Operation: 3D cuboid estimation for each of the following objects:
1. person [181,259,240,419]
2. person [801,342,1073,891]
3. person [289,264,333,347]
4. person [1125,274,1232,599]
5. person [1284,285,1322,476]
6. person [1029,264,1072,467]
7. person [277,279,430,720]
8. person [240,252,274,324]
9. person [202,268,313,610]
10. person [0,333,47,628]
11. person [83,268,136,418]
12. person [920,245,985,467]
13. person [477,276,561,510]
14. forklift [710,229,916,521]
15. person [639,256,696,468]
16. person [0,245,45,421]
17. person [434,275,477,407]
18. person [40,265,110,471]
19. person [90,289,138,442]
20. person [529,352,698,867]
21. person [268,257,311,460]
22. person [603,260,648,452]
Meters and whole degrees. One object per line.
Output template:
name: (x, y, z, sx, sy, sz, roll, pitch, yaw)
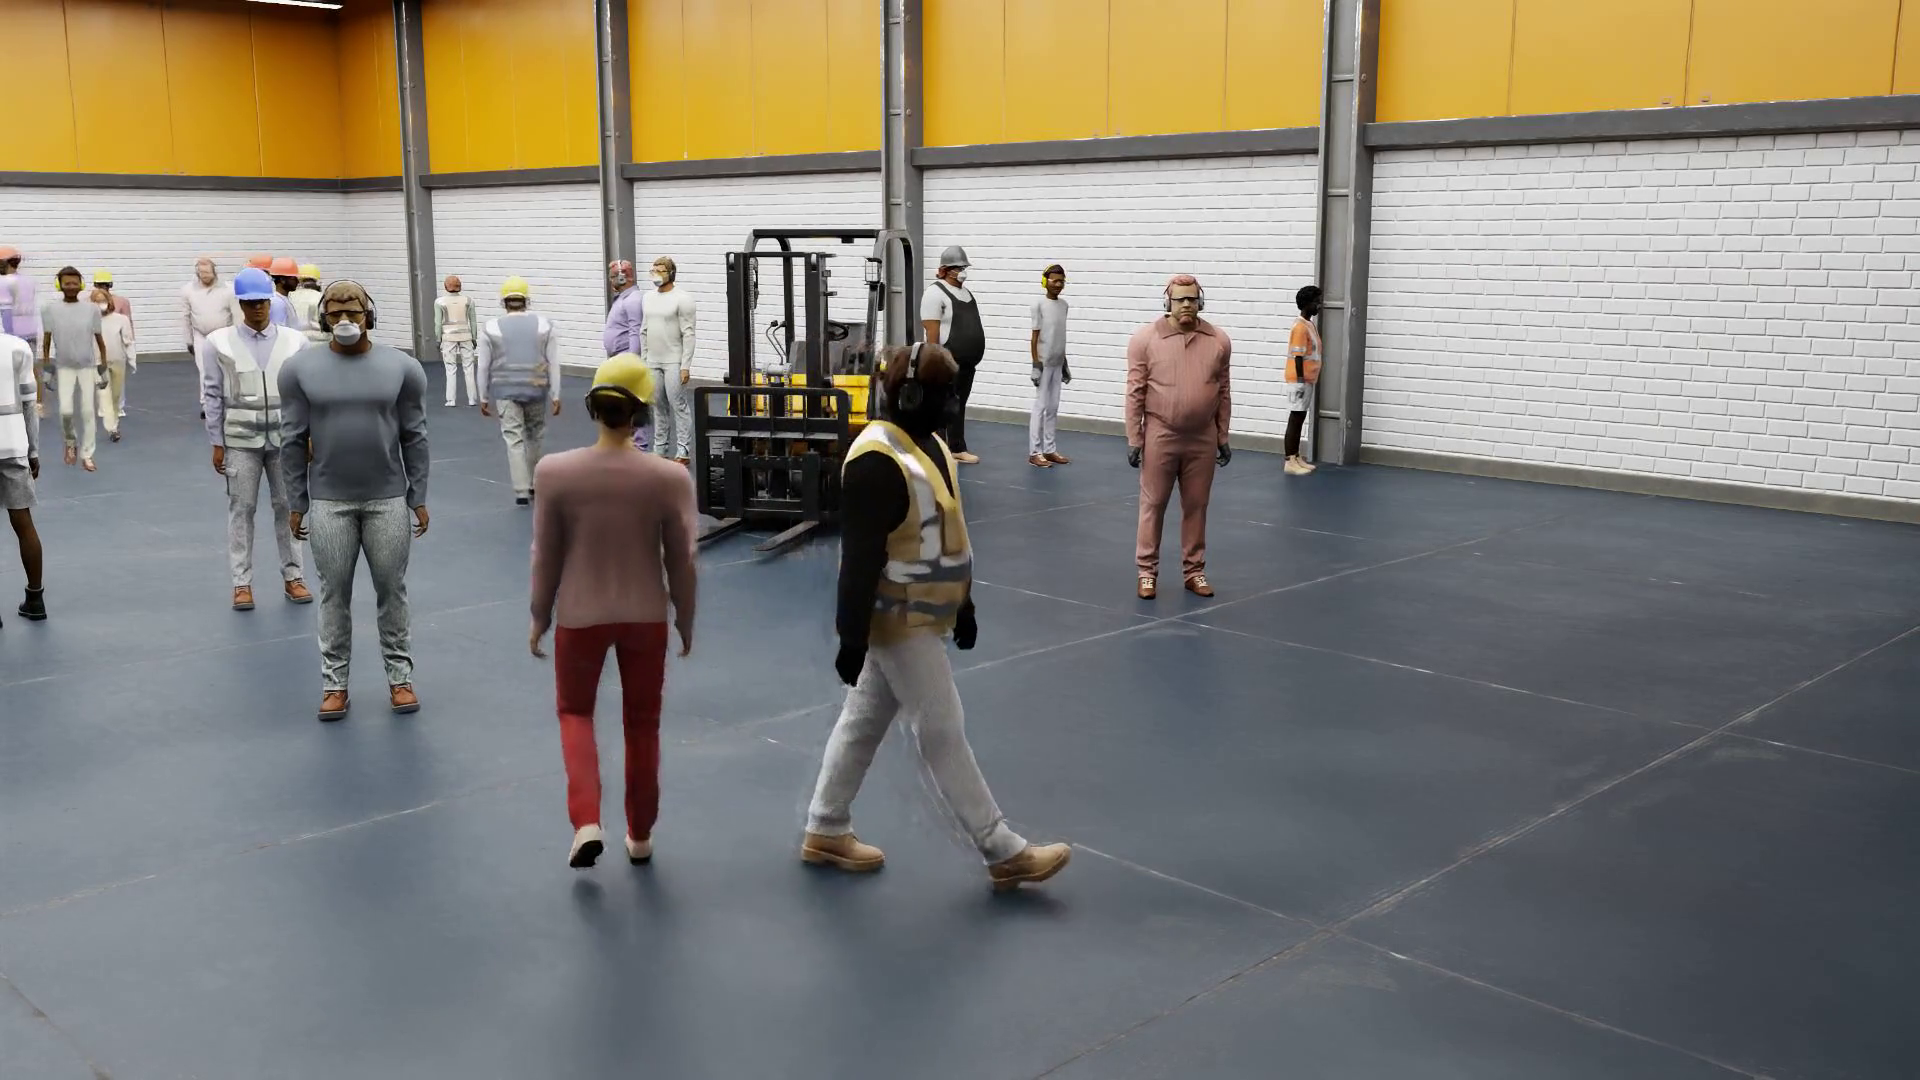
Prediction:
person: (-8.652, -2.320, 19.291, 0.665, 1.846, 1.008, -4, 11, -20)
person: (-0.110, 0.254, 5.444, 0.974, 1.785, 0.645, 2, 11, 12)
person: (-7.058, -2.142, 18.452, 0.649, 1.809, 0.645, 6, 12, 30)
person: (1.296, -0.598, 9.780, 0.652, 1.904, 0.403, -2, 11, -10)
person: (3.066, -1.424, 14.872, 0.319, 1.691, 0.535, 4, 11, 18)
person: (0.850, -1.617, 15.443, 0.331, 1.866, 0.513, 9, 14, 41)
person: (-2.667, -0.176, 7.385, 0.630, 1.940, 0.372, -4, 11, -20)
person: (-7.959, -2.247, 18.660, 0.903, 1.948, 0.618, -6, 12, -30)
person: (-4.000, -0.581, 9.561, 0.605, 1.948, 0.403, -7, 12, -32)
person: (-5.311, -0.479, 9.068, 0.373, 1.928, 0.543, 8, 13, 36)
person: (-9.938, -2.292, 19.457, 0.528, 1.752, 0.551, -7, 12, -32)
person: (-0.026, -1.698, 15.401, 0.536, 2.000, 0.674, 6, 12, 31)
person: (-3.506, -1.172, 13.168, 0.621, 1.801, 0.821, -4, 11, -23)
forklift: (-1.050, -1.319, 12.920, 1.214, 2.155, 2.313, 2, 11, 13)
person: (-2.675, -1.603, 15.164, 0.630, 1.940, 0.372, 7, 12, 33)
person: (-10.835, -2.358, 19.067, 0.583, 2.015, 0.627, 1, 10, 5)
person: (-6.261, -2.468, 20.700, 0.511, 1.640, 0.308, -5, 11, -25)
person: (-8.014, -1.550, 15.081, 0.544, 1.860, 0.412, -7, 12, -33)
person: (-8.887, -1.823, 17.362, 0.502, 1.577, 0.898, -9, 13, -39)
person: (-1.146, 0.255, 5.521, 0.551, 1.749, 0.462, -2, 11, -9)
person: (-6.325, -1.685, 15.659, 0.384, 1.930, 0.540, -3, 11, -15)
person: (-3.129, -1.660, 15.584, 0.406, 1.902, 0.636, -4, 11, -19)
